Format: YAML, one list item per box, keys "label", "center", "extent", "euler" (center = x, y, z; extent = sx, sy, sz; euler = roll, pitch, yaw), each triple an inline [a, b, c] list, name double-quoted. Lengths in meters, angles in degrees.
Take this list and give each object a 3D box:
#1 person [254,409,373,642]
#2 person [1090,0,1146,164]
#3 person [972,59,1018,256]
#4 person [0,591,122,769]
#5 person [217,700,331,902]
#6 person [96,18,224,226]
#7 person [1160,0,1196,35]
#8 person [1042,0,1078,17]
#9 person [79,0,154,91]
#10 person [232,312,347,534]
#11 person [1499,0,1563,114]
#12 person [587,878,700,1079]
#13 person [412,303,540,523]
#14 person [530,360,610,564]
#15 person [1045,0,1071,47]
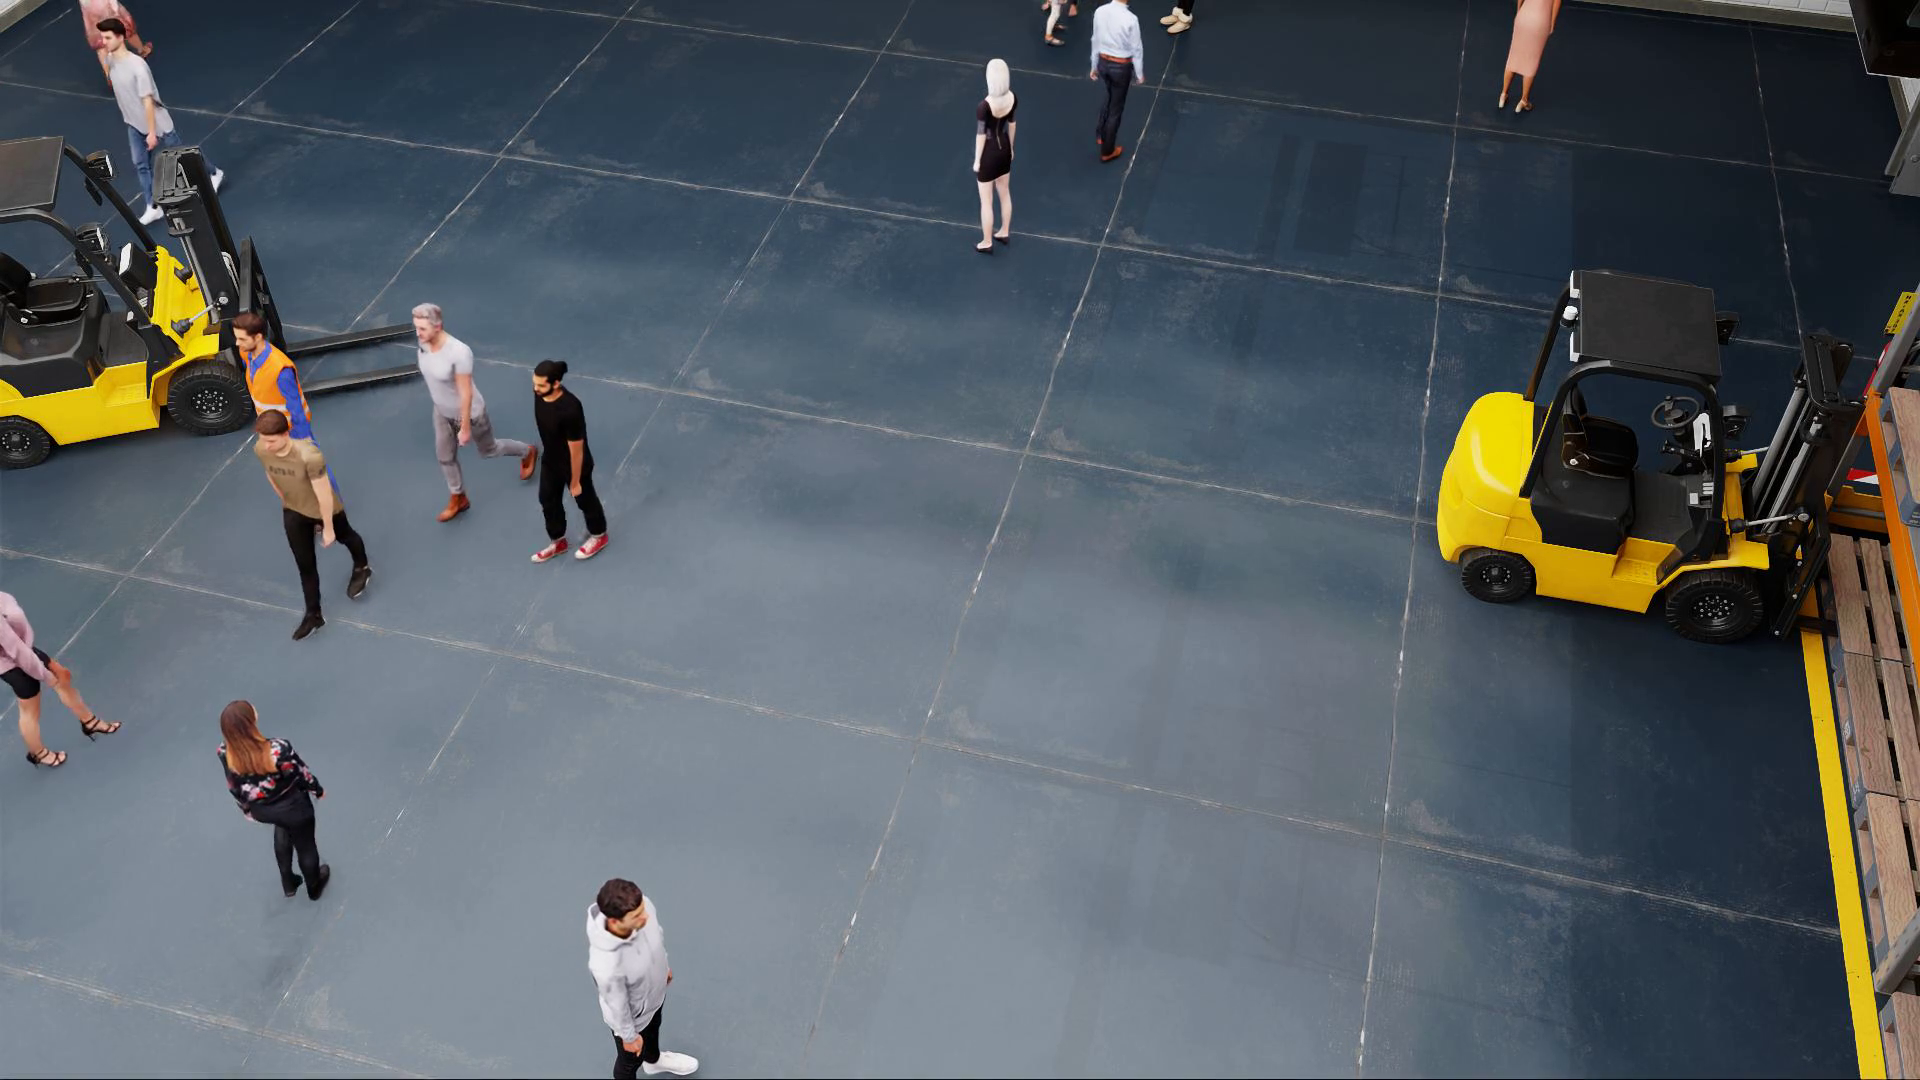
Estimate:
- label: "person"
  center: [-4.334, -0.263, 11.252]
  extent: [0.722, 1.809, 1.097]
  euler: [8, 44, 8]
- label: "person"
  center: [1.408, -4.357, 15.575]
  extent: [0.763, 1.773, 0.785]
  euler: [31, 52, 29]
- label: "person"
  center: [0.304, -3.328, 14.453]
  extent: [0.601, 1.831, 0.696]
  euler: [-30, 51, -28]
- label: "person"
  center: [-5.826, 0.813, 10.136]
  extent: [0.957, 1.791, 0.886]
  euler: [-26, 49, -25]
- label: "person"
  center: [-3.892, 1.548, 9.450]
  extent: [0.613, 1.673, 0.632]
  euler: [3, 44, 4]
- label: "person"
  center: [-7.206, -3.803, 14.935]
  extent: [0.833, 1.854, 1.243]
  euler: [18, 47, 18]
- label: "person"
  center: [2.451, -6.232, 17.630]
  extent: [0.756, 1.655, 0.692]
  euler: [-27, 50, -26]
- label: "person"
  center: [1.118, -6.514, 17.879]
  extent: [0.661, 1.720, 0.616]
  euler: [19, 47, 19]
- label: "person"
  center: [-8.678, -5.336, 16.693]
  extent: [0.730, 1.650, 1.088]
  euler: [2, 44, 2]
- label: "person"
  center: [-4.781, -0.852, 11.831]
  extent: [0.747, 1.863, 0.717]
  euler: [24, 49, 23]
- label: "person"
  center: [5.616, -5.075, 16.288]
  extent: [0.656, 1.831, 0.667]
  euler: [34, 53, 30]
- label: "person"
  center: [-1.668, 2.321, 8.456]
  extent: [0.720, 1.924, 0.491]
  euler: [10, 44, 10]
- label: "person"
  center: [-3.533, -0.986, 12.020]
  extent: [0.929, 1.796, 1.245]
  euler: [25, 49, 24]
- label: "person"
  center: [-2.685, -0.593, 11.645]
  extent: [0.830, 1.746, 0.921]
  euler: [32, 52, 29]
- label: "person"
  center: [0.994, -5.815, 17.457]
  extent: [0.742, 1.290, 0.540]
  euler: [-8, 44, -9]
